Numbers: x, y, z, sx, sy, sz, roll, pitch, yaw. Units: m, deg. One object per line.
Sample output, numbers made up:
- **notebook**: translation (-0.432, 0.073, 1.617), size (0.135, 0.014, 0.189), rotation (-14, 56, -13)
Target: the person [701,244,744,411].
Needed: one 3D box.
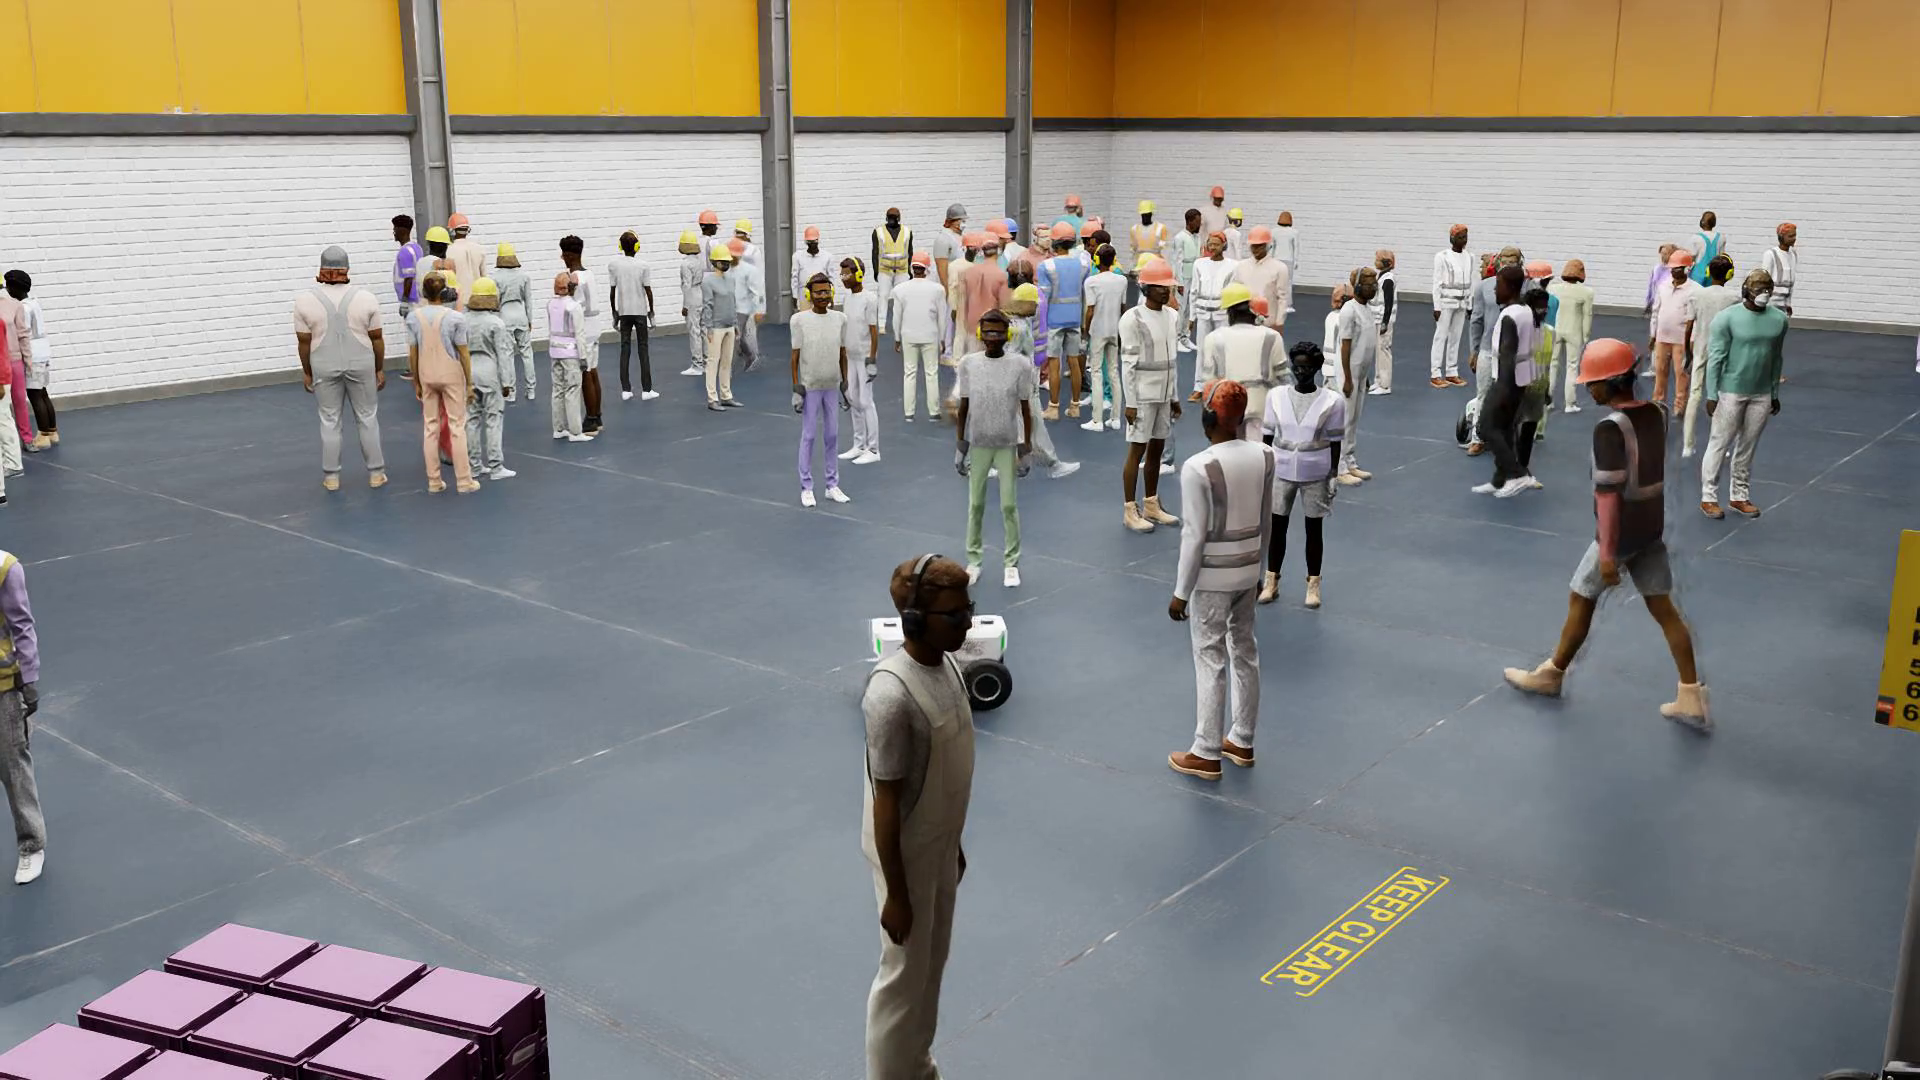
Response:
- **person**: translation (-2.545, -2.275, 17.822), size (0.312, 1.768, 0.522), rotation (8, 16, 29)

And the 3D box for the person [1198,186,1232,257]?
- **person**: translation (4.443, -5.199, 29.088), size (0.617, 1.970, 0.666), rotation (-2, 14, -8)

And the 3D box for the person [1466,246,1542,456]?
- **person**: translation (4.973, -1.715, 15.233), size (0.627, 1.940, 0.370), rotation (6, 15, 23)

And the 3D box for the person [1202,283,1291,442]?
- **person**: translation (2.145, -0.958, 12.386), size (0.708, 1.869, 0.956), rotation (2, 14, 9)

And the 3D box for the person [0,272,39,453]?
- **person**: translation (-8.842, -1.650, 15.340), size (0.525, 1.760, 0.341), rotation (-12, 18, -39)

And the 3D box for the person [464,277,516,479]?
- **person**: translation (-4.081, -1.394, 14.370), size (0.480, 1.731, 0.354), rotation (6, 15, 22)

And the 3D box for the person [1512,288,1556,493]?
- **person**: translation (4.717, -1.242, 13.834), size (0.534, 1.697, 0.322), rotation (-7, 16, -26)

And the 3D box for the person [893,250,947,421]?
- **person**: translation (-0.407, -2.097, 17.134), size (0.565, 1.750, 0.341), rotation (2, 14, 7)

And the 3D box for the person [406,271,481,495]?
- **person**: translation (-4.259, -1.282, 13.694), size (0.506, 1.846, 0.345), rotation (1, 14, 4)

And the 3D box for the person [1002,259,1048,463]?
- **person**: translation (0.566, -1.607, 15.026), size (0.429, 1.837, 0.624), rotation (4, 15, 15)

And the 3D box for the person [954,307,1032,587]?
- **person**: translation (0.220, -0.605, 10.967), size (0.515, 1.861, 0.326), rotation (3, 14, 11)

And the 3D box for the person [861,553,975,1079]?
- **person**: translation (-0.113, 0.931, 4.850), size (0.326, 1.843, 0.515), rotation (5, 15, 18)

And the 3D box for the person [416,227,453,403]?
- **person**: translation (-5.730, -2.471, 18.296), size (0.589, 1.919, 0.392), rotation (13, 19, 42)

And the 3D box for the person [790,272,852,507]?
- **person**: translation (-1.108, -1.209, 13.353), size (0.514, 1.872, 0.328), rotation (-8, 16, -28)

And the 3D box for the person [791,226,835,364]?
- **person**: translation (-1.876, -3.132, 21.272), size (0.563, 1.752, 0.328), rotation (-2, 14, -6)

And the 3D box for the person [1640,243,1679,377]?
- **person**: translation (8.620, -2.796, 20.206), size (0.658, 1.614, 0.522), rotation (-3, 14, -11)

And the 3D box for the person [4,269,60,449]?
- **person**: translation (-8.769, -1.707, 15.719), size (0.320, 1.687, 0.539), rotation (-4, 15, -15)

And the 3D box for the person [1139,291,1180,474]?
- **person**: translation (1.755, -1.392, 14.564), size (0.284, 1.633, 0.497), rotation (-3, 14, -10)

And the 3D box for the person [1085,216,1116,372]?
- **person**: translation (1.654, -3.039, 20.589), size (0.410, 1.909, 0.643), rotation (-6, 15, -23)

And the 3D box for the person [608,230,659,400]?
- **person**: translation (-3.624, -2.487, 18.468), size (0.513, 1.868, 0.328), rotation (1, 14, 6)

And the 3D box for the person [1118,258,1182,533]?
- **person**: translation (1.454, -1.087, 12.513), size (0.370, 2.044, 0.608), rotation (13, 19, 43)

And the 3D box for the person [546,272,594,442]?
- **person**: translation (-3.786, -1.759, 16.039), size (0.521, 1.632, 0.314), rotation (11, 18, 38)

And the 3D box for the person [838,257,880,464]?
- **person**: translation (-0.925, -1.618, 15.026), size (0.344, 1.857, 0.525), rotation (-11, 18, -36)

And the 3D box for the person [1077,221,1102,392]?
- **person**: translation (1.481, -2.666, 19.037), size (0.361, 1.935, 0.553), rotation (0, 14, 2)

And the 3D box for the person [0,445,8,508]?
- **person**: translation (-7.861, -1.147, 13.180), size (0.588, 1.833, 0.404), rotation (12, 18, 39)

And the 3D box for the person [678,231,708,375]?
- **person**: translation (-3.279, -2.897, 20.352), size (0.307, 1.745, 0.484), rotation (4, 15, 17)

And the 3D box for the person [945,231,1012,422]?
- **person**: translation (0.226, -2.157, 16.976), size (0.618, 1.953, 0.871), rotation (9, 17, 32)

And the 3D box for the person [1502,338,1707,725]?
- **person**: translation (3.423, -0.045, 8.518), size (0.726, 1.968, 1.056), rotation (-11, 18, -37)

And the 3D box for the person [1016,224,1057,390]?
- **person**: translation (0.925, -2.637, 18.983), size (0.639, 1.910, 0.402), rotation (-11, 18, -38)

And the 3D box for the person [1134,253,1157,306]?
- **person**: translation (1.900, -2.005, 16.762), size (0.334, 1.760, 0.527), rotation (-2, 14, -9)

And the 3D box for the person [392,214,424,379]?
- **person**: translation (-6.606, -2.919, 19.987), size (0.367, 1.967, 0.601), rotation (-1, 14, -4)

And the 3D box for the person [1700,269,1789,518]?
- **person**: translation (6.074, -1.130, 12.897), size (0.635, 1.937, 0.353), rotation (-2, 14, -10)

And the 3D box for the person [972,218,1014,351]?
- **person**: translation (0.388, -2.416, 17.828), size (0.396, 2.038, 0.614), rotation (9, 17, 32)

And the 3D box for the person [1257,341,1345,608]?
- **person**: translation (2.149, -0.413, 10.520), size (0.531, 1.698, 0.320), rotation (6, 15, 21)

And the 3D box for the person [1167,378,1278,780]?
- **person**: translation (1.215, 0.186, 7.753), size (0.572, 1.883, 0.354), rotation (-11, 18, -36)

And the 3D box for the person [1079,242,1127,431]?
- **person**: translation (1.425, -2.020, 16.595), size (0.538, 1.869, 0.312), rotation (-8, 16, -29)

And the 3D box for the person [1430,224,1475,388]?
- **person**: translation (5.745, -2.722, 19.375), size (0.572, 1.883, 0.356), rotation (-7, 16, -27)
